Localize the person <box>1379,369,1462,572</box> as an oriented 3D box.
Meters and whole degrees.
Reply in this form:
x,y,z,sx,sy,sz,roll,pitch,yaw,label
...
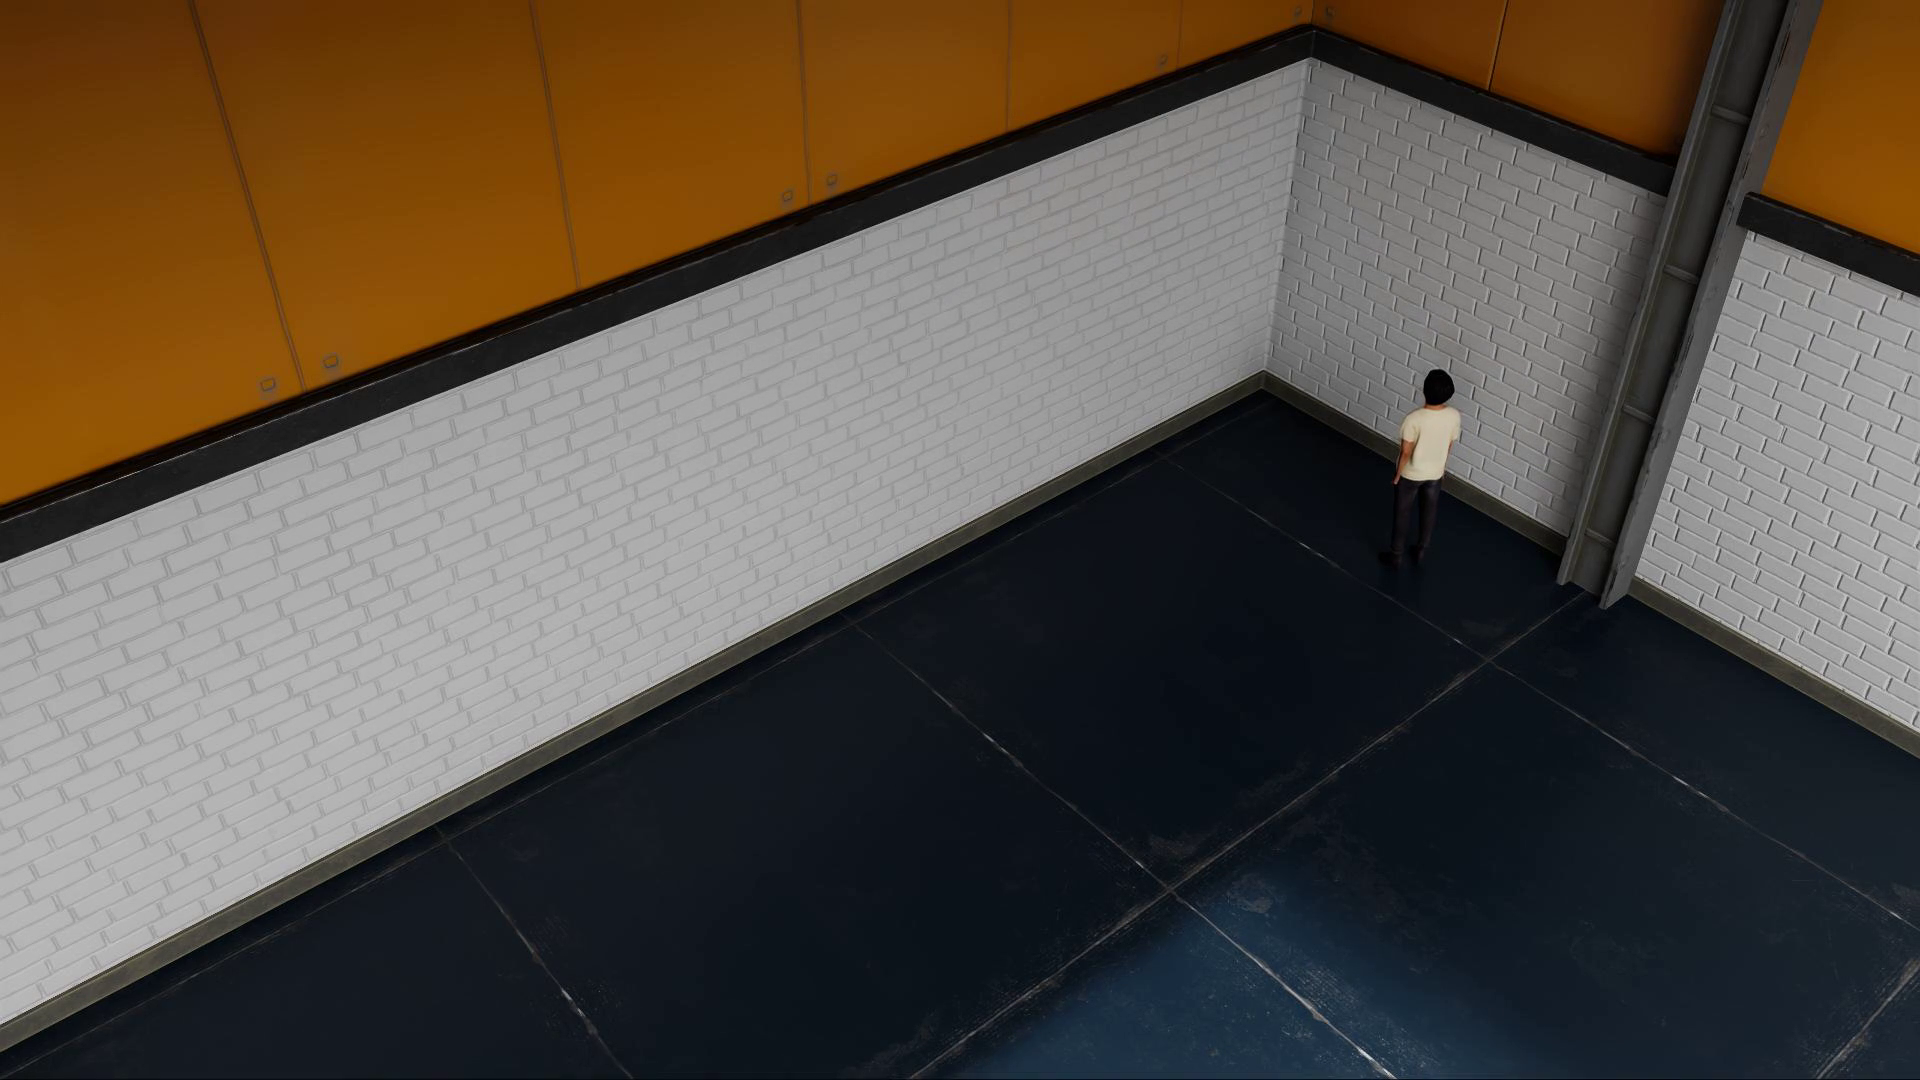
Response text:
x,y,z,sx,sy,sz,roll,pitch,yaw,label
3.134,-0.465,11.310,0.655,1.587,0.635,-8,39,-10,person
